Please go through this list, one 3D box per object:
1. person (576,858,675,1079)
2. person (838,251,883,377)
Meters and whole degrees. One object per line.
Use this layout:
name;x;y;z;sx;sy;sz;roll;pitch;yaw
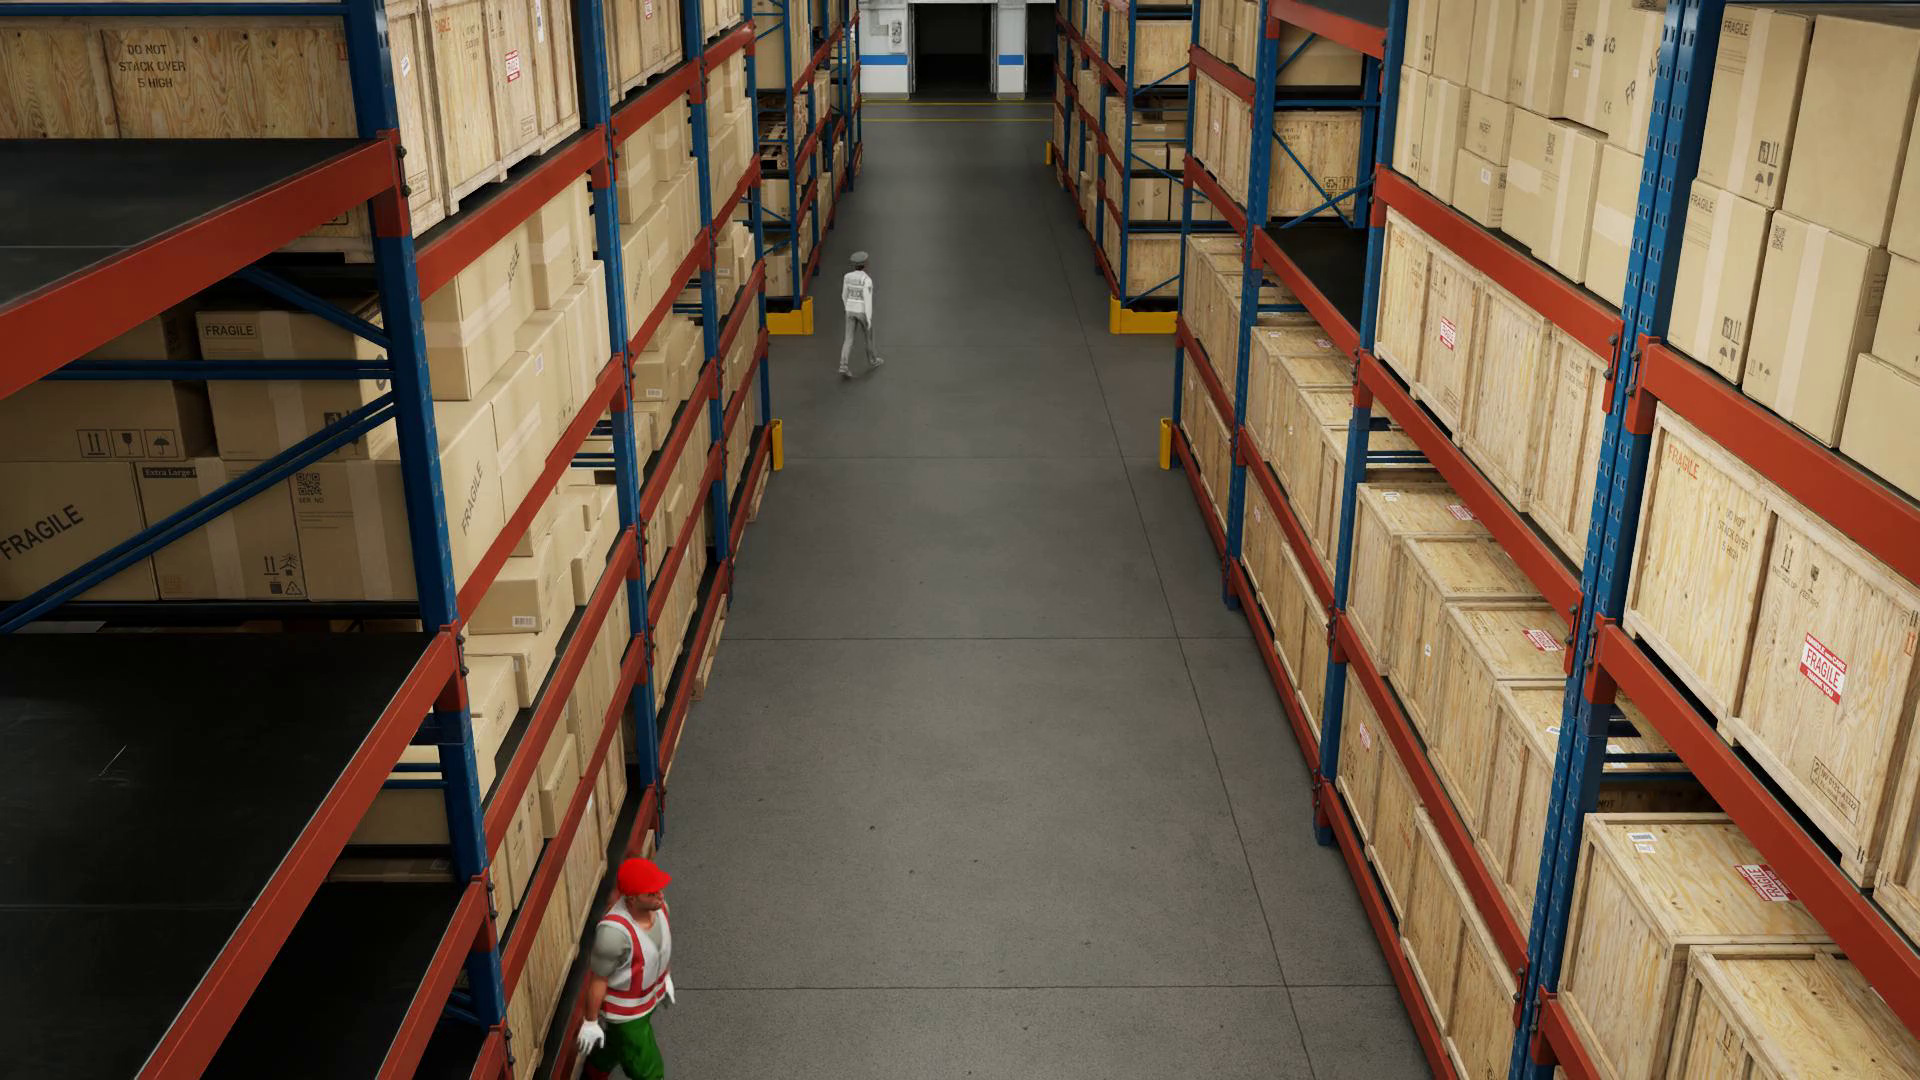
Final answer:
person;-1.650;2.377;8.521;0.976;1.747;0.591;7;23;18
person;-1.383;-3.060;22.403;0.505;1.630;1.025;9;23;22
